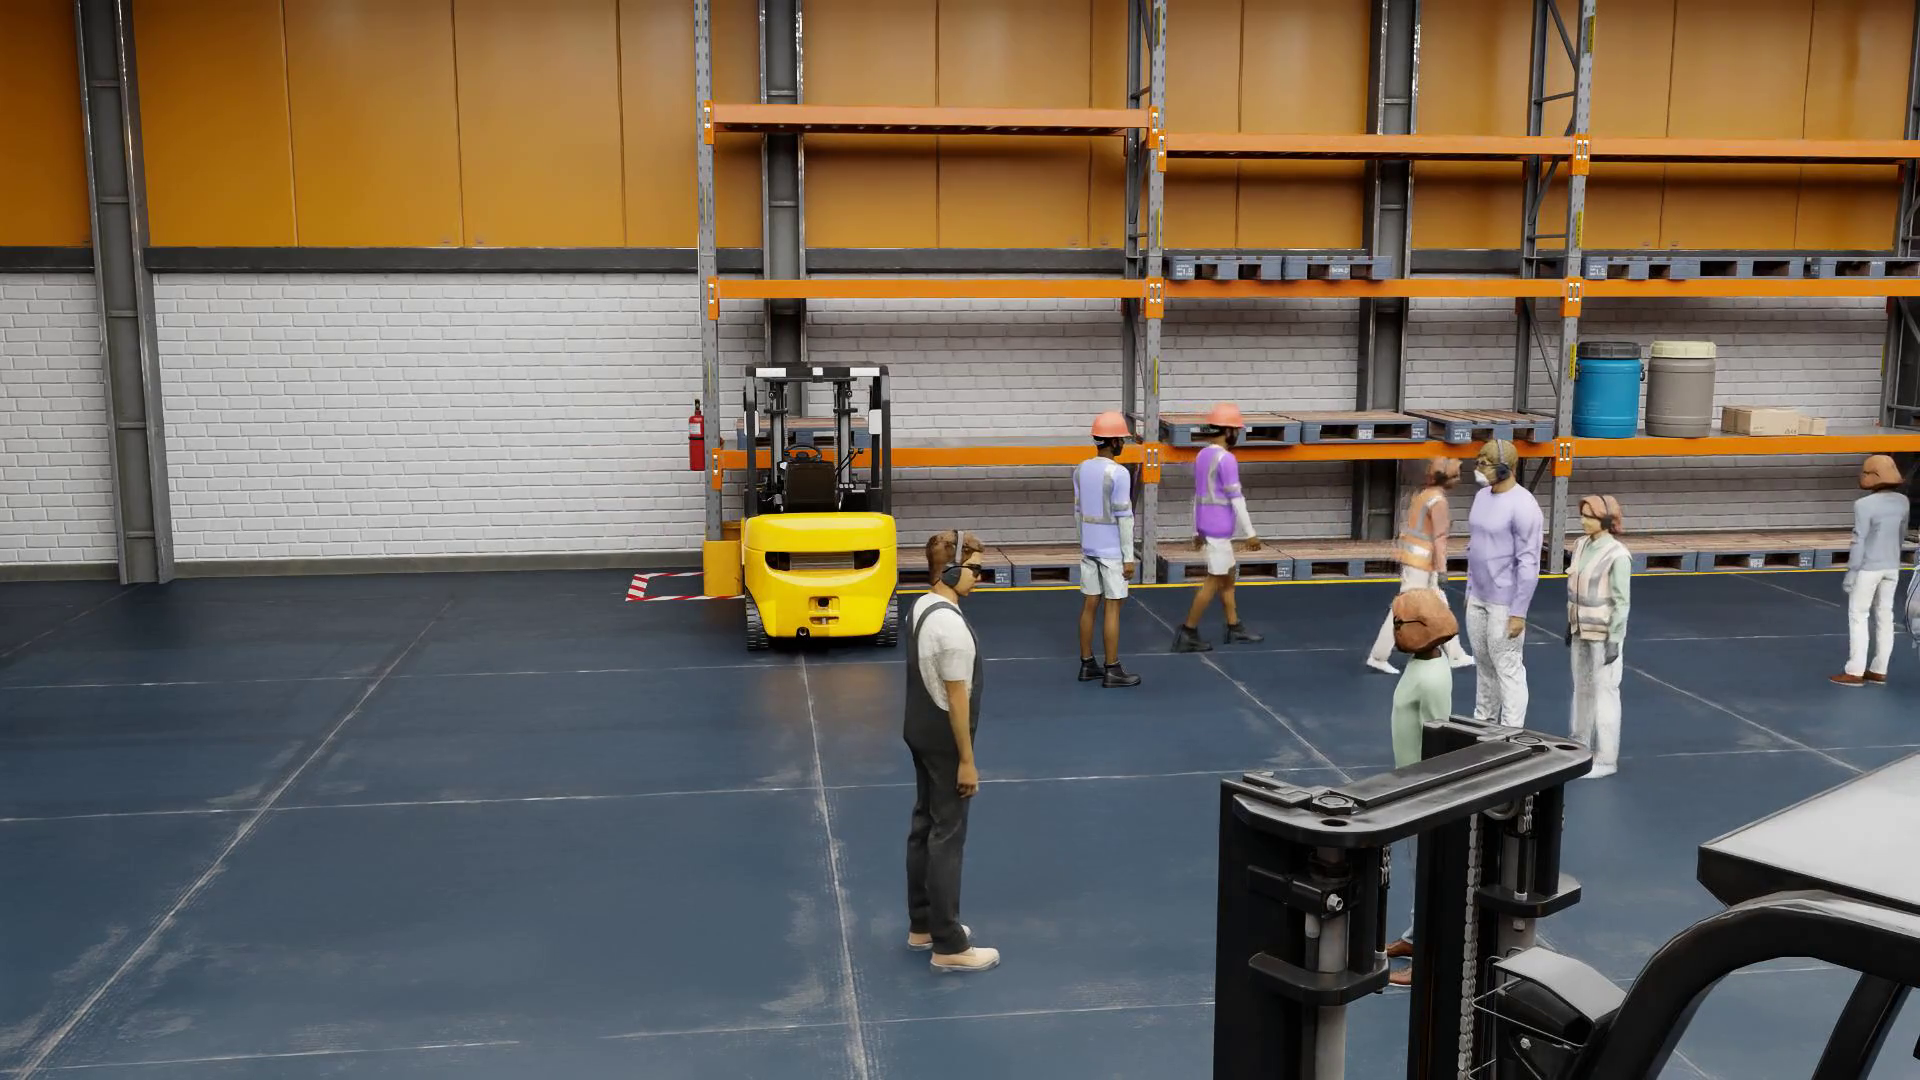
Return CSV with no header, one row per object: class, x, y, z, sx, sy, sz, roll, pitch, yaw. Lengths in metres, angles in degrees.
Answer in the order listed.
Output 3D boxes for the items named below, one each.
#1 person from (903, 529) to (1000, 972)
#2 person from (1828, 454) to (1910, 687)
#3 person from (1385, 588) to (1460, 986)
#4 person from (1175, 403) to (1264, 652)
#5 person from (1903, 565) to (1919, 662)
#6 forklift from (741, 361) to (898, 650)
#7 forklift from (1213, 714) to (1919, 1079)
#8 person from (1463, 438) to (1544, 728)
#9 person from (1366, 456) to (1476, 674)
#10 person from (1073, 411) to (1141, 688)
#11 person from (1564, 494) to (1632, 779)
person,-0.057,0.868,6.932,0.343,1.840,0.507,-4,10,-21
person,6.390,0.217,11.643,0.509,1.632,0.295,-3,10,-19
person,1.864,0.996,6.771,0.278,1.633,0.497,2,9,9
person,1.994,-0.092,12.715,0.776,1.903,0.560,-2,9,-11
person,5.280,0.552,8.911,0.403,1.837,0.590,2,9,12
forklift,-1.154,-0.340,13.365,1.214,2.155,2.313,-1,9,-7
forklift,1.441,1.425,2.350,1.214,2.155,2.313,-7,12,-39
person,3.155,0.366,9.770,0.373,1.935,0.627,-2,9,-11
person,3.350,0.190,11.911,0.878,1.594,0.540,2,9,10
person,1.033,0.064,11.642,0.361,1.938,0.546,-7,11,-36
person,3.649,0.549,9.552,0.312,1.638,0.522,-2,9,-11
